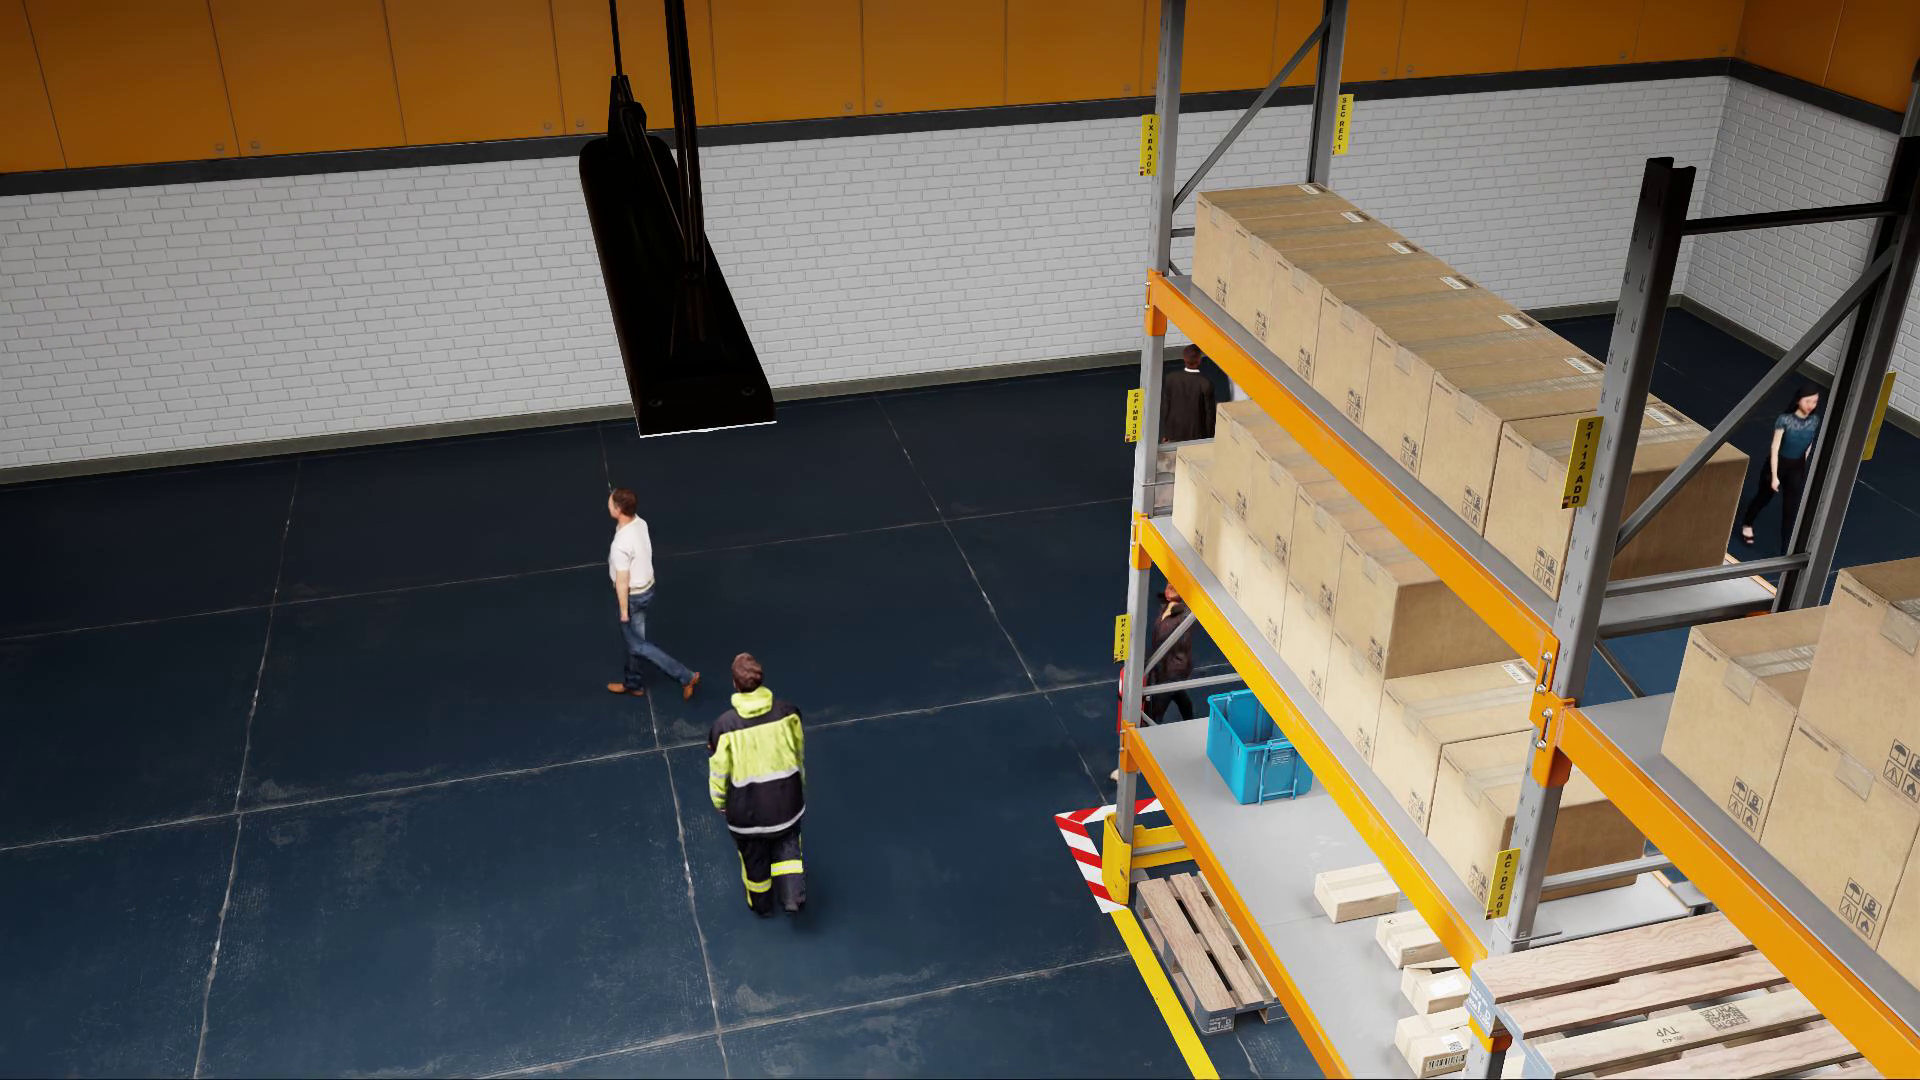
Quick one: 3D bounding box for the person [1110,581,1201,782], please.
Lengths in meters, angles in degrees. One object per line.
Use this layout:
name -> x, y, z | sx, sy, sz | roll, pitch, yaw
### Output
person -> 1.382, 0.949, 11.953 | 1.040, 1.652, 0.683 | 23, 36, 36

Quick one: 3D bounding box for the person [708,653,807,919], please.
person -> -1.217, 1.611, 10.410 | 0.829, 1.967, 0.876 | -11, 31, -20

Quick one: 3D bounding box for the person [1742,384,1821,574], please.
person -> 7.259, -0.609, 14.769 | 0.756, 1.690, 1.123 | 0, 29, 0

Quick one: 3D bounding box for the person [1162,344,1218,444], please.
person -> 2.097, -0.956, 15.292 | 0.736, 1.799, 0.790 | 15, 32, 25

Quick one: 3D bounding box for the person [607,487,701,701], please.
person -> -2.391, 0.451, 12.674 | 1.041, 1.836, 1.117 | 7, 29, 12
